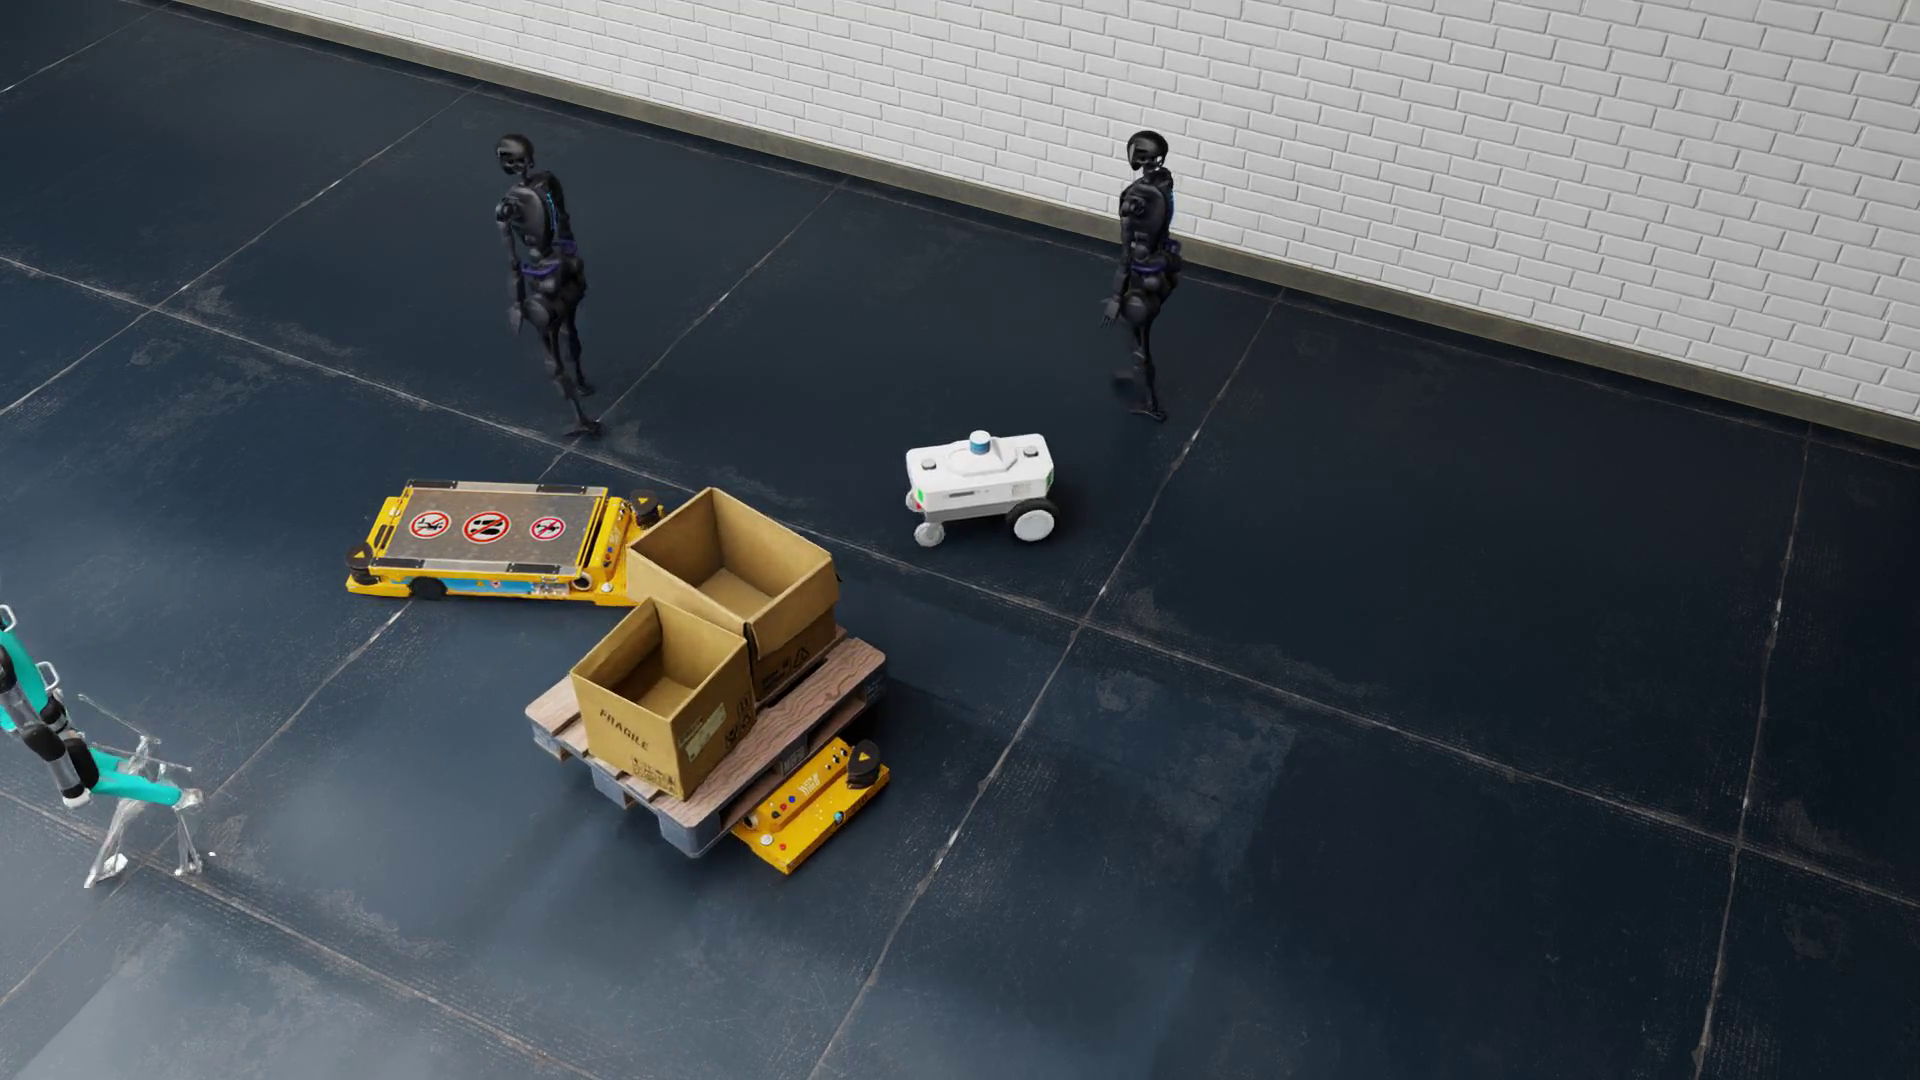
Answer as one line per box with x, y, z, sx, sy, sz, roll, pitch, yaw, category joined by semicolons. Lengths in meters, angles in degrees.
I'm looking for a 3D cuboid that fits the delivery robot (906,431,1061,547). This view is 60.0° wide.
0.120;-0.289;8.360;0.784;0.599;0.499;-8;43;-8;delivery robot

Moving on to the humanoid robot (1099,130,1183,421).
0.969;-1.357;8.690;0.425;1.644;0.590;22;47;22;humanoid robot

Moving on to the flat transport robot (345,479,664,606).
-2.242;0.013;8.241;1.431;0.231;0.659;2;43;3;flat transport robot

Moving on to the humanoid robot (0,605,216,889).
-3.298;0.723;6.418;0.727;1.803;0.553;-29;50;-27;humanoid robot

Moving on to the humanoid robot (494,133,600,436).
-2.119;-1.327;8.664;0.485;1.657;0.610;16;45;17;humanoid robot

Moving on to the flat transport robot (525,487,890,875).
-1.058;0.853;7.335;1.431;0.231;0.659;29;50;27;flat transport robot
